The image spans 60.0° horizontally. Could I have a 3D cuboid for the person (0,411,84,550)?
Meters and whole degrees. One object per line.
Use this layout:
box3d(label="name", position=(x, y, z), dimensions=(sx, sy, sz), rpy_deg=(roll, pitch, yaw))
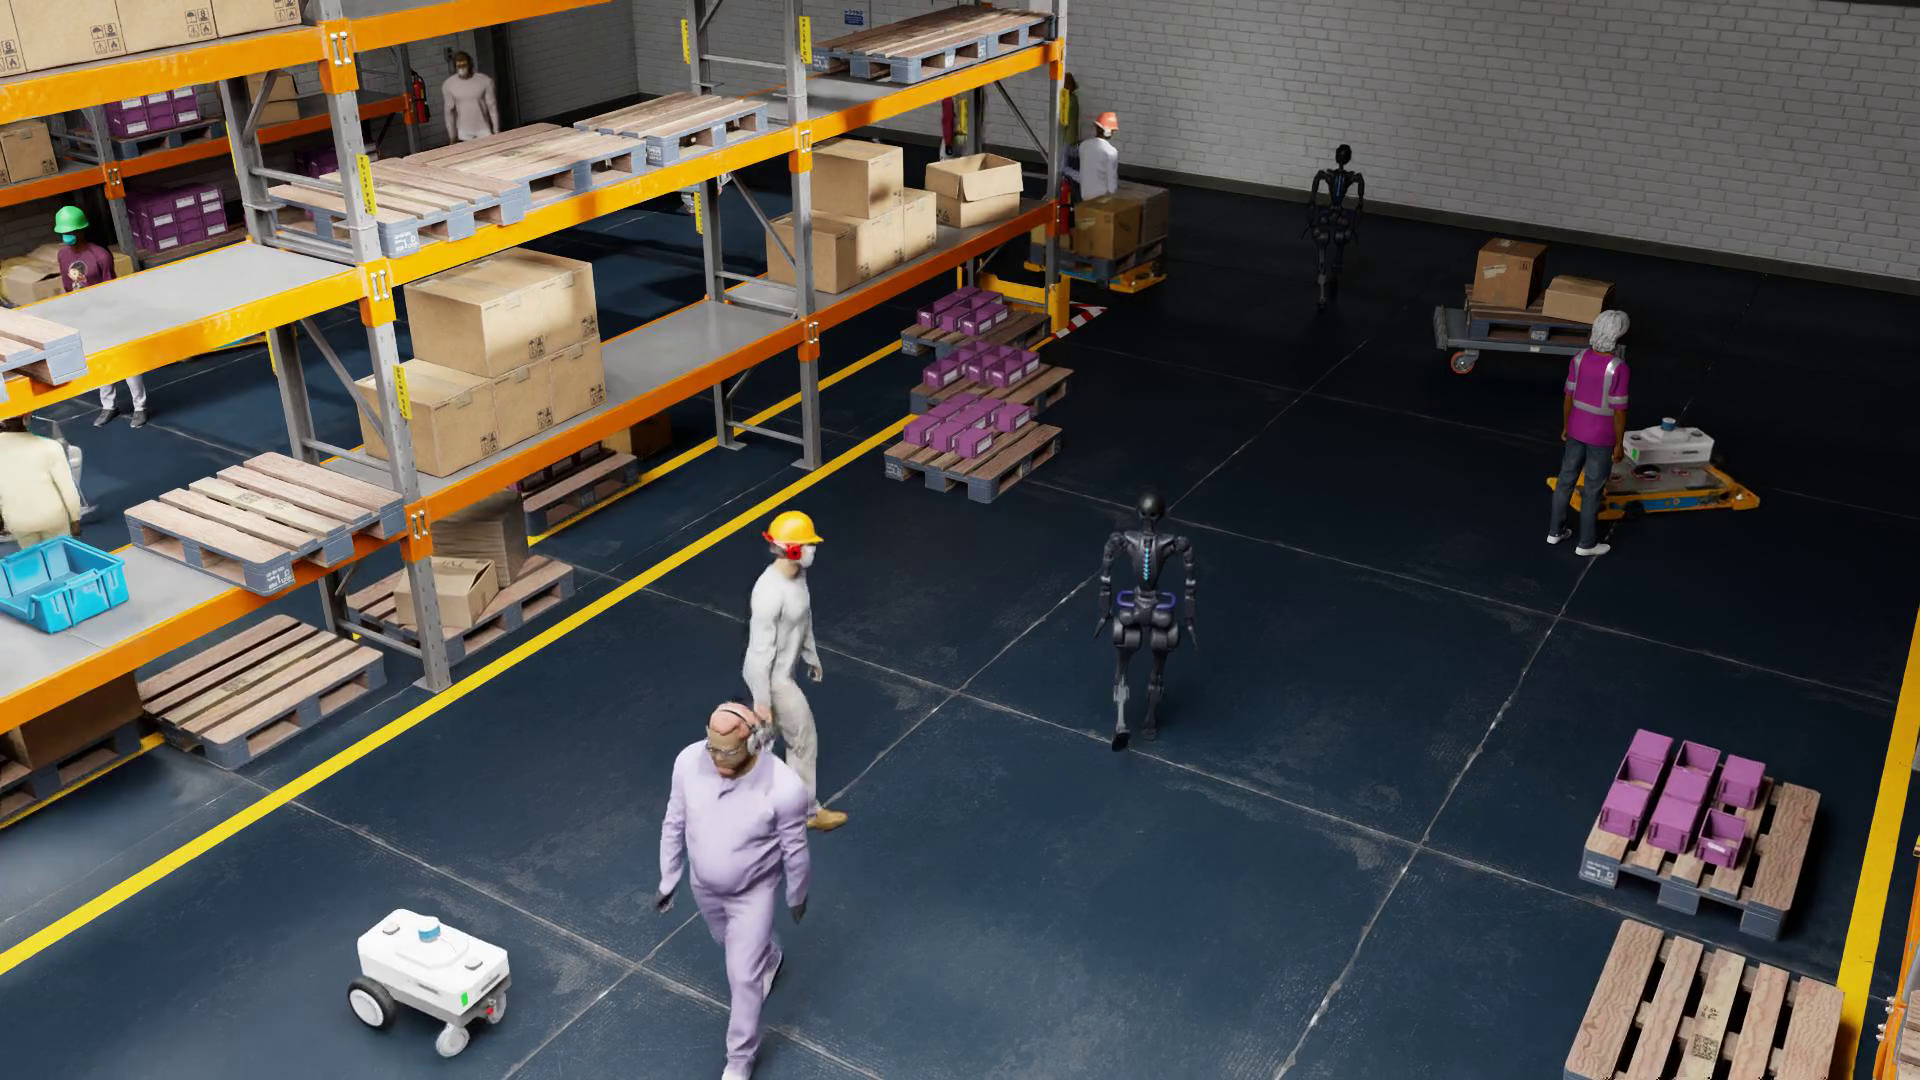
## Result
box3d(label="person", position=(-6.059, -0.168, 10.900), dimensions=(0.580, 1.739, 0.473), rpy_deg=(-3, 27, -7))

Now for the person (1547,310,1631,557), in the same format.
box3d(label="person", position=(4.559, -0.771, 11.973), dimensions=(0.337, 1.848, 0.511), rpy_deg=(-17, 32, -30))

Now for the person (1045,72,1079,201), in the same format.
box3d(label="person", position=(1.362, -4.899, 20.362), dimensions=(0.673, 1.605, 0.521), rpy_deg=(12, 29, 22))

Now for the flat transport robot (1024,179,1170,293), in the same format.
box3d(label="flat transport robot", position=(1.465, -2.964, 18.038), dimensions=(1.431, 0.231, 0.659), rpy_deg=(20, 33, 34))

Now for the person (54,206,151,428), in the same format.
box3d(label="person", position=(-7.286, -1.868, 14.076), dimensions=(0.487, 1.908, 0.436), rpy_deg=(3, 27, 7))

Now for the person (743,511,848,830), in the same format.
box3d(label="person", position=(-0.926, 0.730, 9.009), dimensions=(0.747, 1.852, 0.590), rpy_deg=(2, 27, 3))

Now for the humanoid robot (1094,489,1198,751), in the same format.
box3d(label="humanoid robot", position=(1.087, 0.490, 9.681), dimensions=(0.612, 1.640, 0.512), rpy_deg=(4, 27, 8))

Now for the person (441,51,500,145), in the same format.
box3d(label="person", position=(-5.876, -4.924, 20.076), dimensions=(0.646, 1.919, 0.458), rpy_deg=(-4, 27, -8))

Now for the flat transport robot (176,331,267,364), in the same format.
box3d(label="flat transport robot", position=(-7.279, -1.974, 16.088), dimensions=(1.431, 0.231, 0.659), rpy_deg=(-19, 33, -33))

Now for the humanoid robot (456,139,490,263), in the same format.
box3d(label="humanoid robot", position=(-5.061, -3.321, 17.222), dimensions=(0.601, 1.633, 0.728), rpy_deg=(-5, 27, -9))

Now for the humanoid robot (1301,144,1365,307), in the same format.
box3d(label="humanoid robot", position=(3.821, -3.240, 17.091), dimensions=(0.589, 1.635, 0.792), rpy_deg=(4, 27, 7))

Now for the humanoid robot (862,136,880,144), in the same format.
box3d(label="humanoid robot", position=(-0.845, -3.407, 17.384), dimensions=(0.670, 1.635, 0.599), rpy_deg=(-23, 35, -38))

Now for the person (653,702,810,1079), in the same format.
box3d(label="person", position=(-0.999, 1.517, 7.448), dimensions=(0.646, 1.860, 0.931), rpy_deg=(11, 29, 21))

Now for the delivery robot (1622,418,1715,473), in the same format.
box3d(label="delivery robot", position=(5.556, -0.676, 13.215), dimensions=(0.767, 0.595, 0.500), rpy_deg=(-3, 27, -7))

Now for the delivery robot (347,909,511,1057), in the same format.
box3d(label="delivery robot", position=(-2.503, 2.045, 7.868), dimensions=(0.780, 0.608, 0.505), rpy_deg=(14, 30, 25))

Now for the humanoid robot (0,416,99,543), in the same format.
box3d(label="humanoid robot", position=(-6.830, -0.793, 12.186), dimensions=(1.028, 1.761, 0.542), rpy_deg=(-14, 30, -26))

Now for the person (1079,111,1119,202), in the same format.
box3d(label="person", position=(1.516, -3.749, 17.960), dimensions=(0.354, 1.738, 0.574), rpy_deg=(-20, 33, -34))

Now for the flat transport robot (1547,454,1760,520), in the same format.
box3d(label="flat transport robot", position=(5.423, -0.415, 13.015), dimensions=(1.431, 0.231, 0.659), rpy_deg=(-4, 27, -8))

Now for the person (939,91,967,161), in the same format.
box3d(label="person", position=(-0.030, -4.885, 20.145), dimensions=(0.959, 1.789, 0.657), rpy_deg=(24, 35, 38))
